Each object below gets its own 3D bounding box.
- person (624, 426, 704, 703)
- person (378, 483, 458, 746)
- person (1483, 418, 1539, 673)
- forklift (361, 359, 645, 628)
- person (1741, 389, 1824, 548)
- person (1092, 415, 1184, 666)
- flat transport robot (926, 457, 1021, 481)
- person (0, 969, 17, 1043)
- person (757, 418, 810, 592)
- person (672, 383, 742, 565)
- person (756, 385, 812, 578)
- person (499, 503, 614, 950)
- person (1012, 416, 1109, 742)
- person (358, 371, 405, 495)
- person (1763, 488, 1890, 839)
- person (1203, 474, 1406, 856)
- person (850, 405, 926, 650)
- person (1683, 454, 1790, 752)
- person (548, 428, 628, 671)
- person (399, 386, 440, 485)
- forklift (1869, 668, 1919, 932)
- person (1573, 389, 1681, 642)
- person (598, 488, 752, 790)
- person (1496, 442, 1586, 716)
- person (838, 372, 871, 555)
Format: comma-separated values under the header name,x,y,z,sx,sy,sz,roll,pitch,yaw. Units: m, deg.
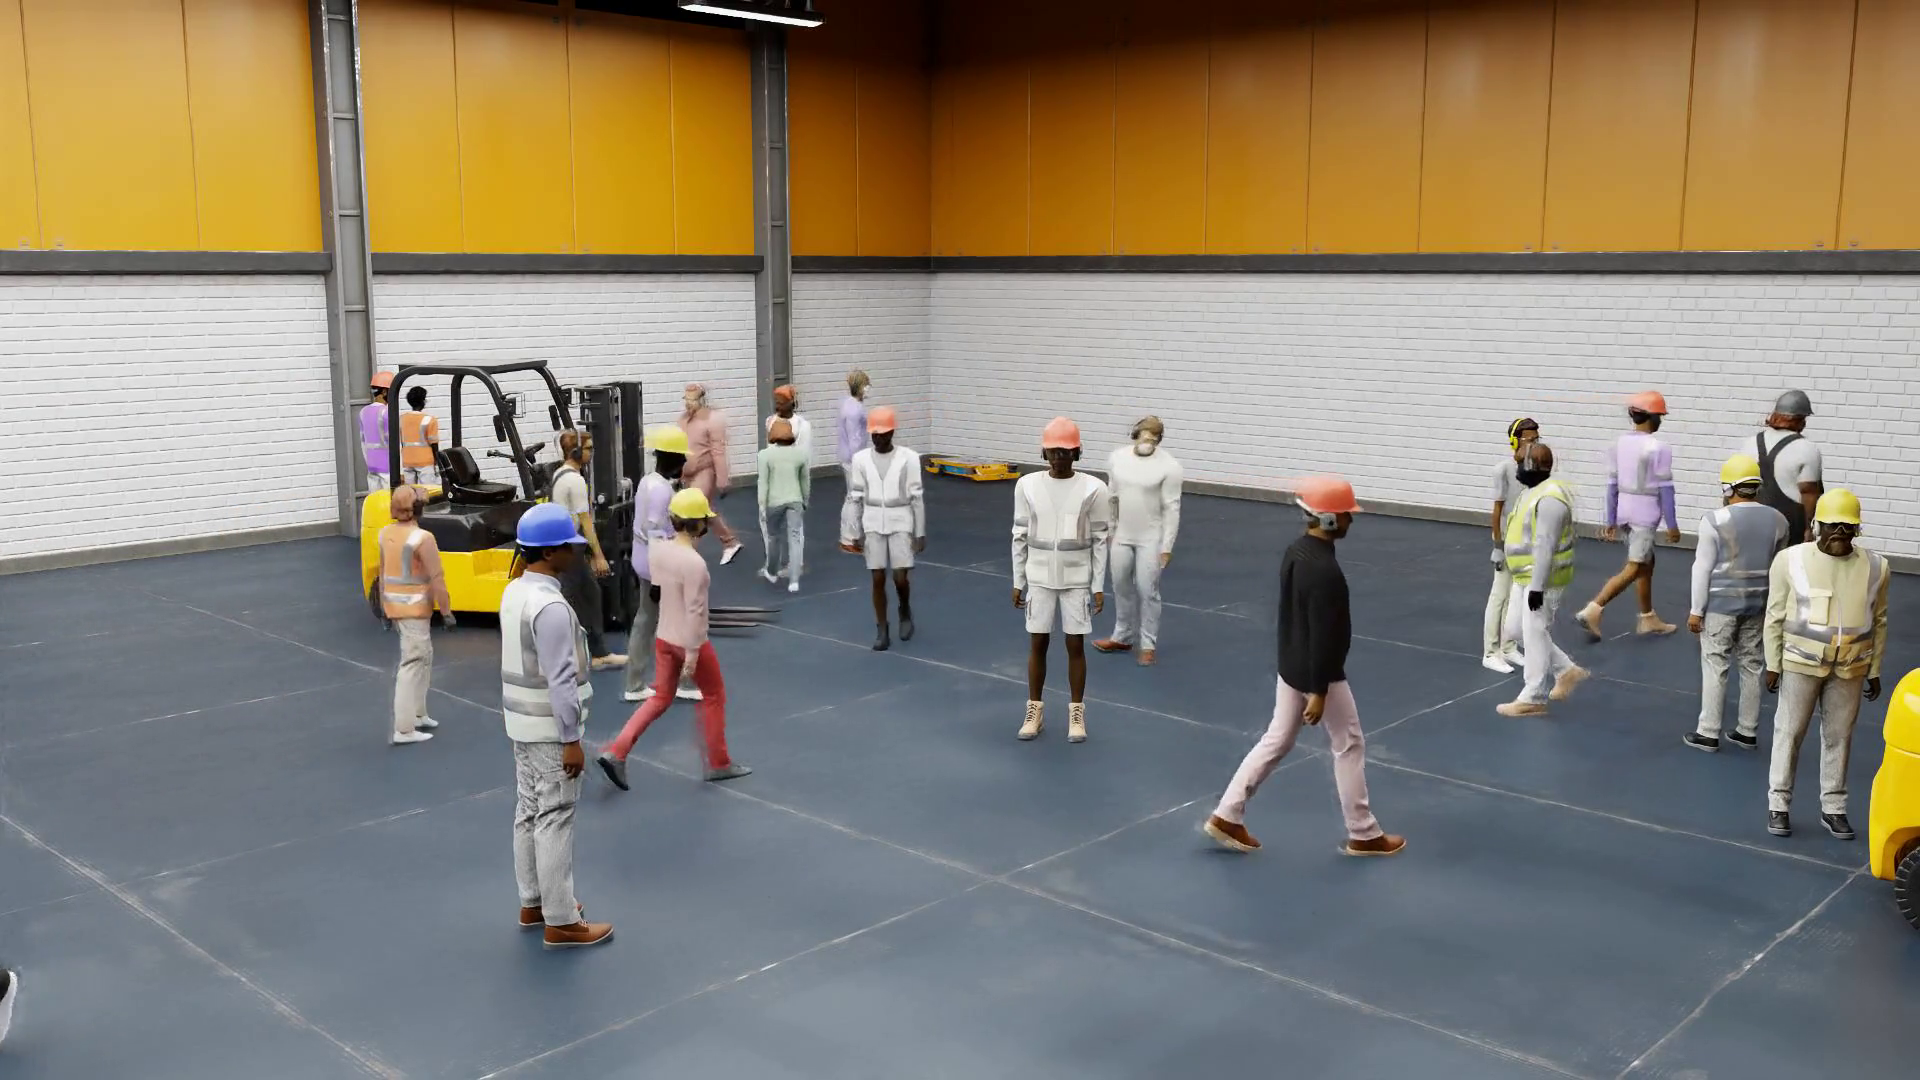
name,x,y,z,sx,sy,sz,roll,pitch,yaw
person,-1.956,0.175,11.276,0.758,1.889,0.611,-3,10,-20
person,-3.361,0.458,10.375,0.532,1.619,0.553,8,12,41
person,4.101,0.031,12.243,0.520,1.873,0.335,-7,11,-36
forklift,-3.850,-0.407,13.936,2.313,2.155,1.214,2,9,11
person,6.433,-0.190,13.075,0.729,2.000,0.692,-3,10,-20
person,1.327,-0.007,12.411,0.765,1.894,0.468,8,12,40
flat transport robot,0.178,-1.026,23.614,0.652,0.197,1.431,-6,11,-34
person,-3.802,1.069,5.843,0.594,1.888,0.823,2,9,10
person,-1.622,-0.334,15.345,0.519,1.580,0.870,-3,10,-18
person,-2.518,-0.624,16.300,0.955,1.867,0.648,-8,12,-42
person,-1.682,-0.536,15.732,0.602,1.862,0.631,7,12,38
person,-1.793,0.805,7.261,0.386,1.948,0.601,-6,11,-33
person,0.618,0.248,10.382,0.606,2.046,0.371,2,9,10
person,-5.756,-0.723,16.695,0.542,1.927,0.374,7,11,35
person,4.485,0.638,8.633,0.590,1.833,0.404,2,9,10
person,1.725,0.635,8.288,0.996,1.958,0.605,-2,9,-11
person,-0.557,-0.088,12.847,0.605,1.914,0.499,2,9,10
person,4.738,0.390,10.189,0.590,1.826,0.403,-2,9,-12
person,-2.676,0.110,11.941,0.812,1.815,0.538,-4,10,-23
person,-5.866,-0.820,18.022,0.538,1.695,0.319,3,10,18
forklift,5.205,0.723,7.013,2.313,2.155,1.214,9,13,43
person,5.322,-0.189,13.183,0.985,2.013,0.601,-2,10,-13
person,-1.627,0.563,9.415,0.826,1.731,0.520,-7,12,-39
person,3.859,0.263,10.987,0.528,1.816,0.647,1,9,3
person,-1.111,-0.793,17.242,0.411,1.904,0.790,-1,9,-6
